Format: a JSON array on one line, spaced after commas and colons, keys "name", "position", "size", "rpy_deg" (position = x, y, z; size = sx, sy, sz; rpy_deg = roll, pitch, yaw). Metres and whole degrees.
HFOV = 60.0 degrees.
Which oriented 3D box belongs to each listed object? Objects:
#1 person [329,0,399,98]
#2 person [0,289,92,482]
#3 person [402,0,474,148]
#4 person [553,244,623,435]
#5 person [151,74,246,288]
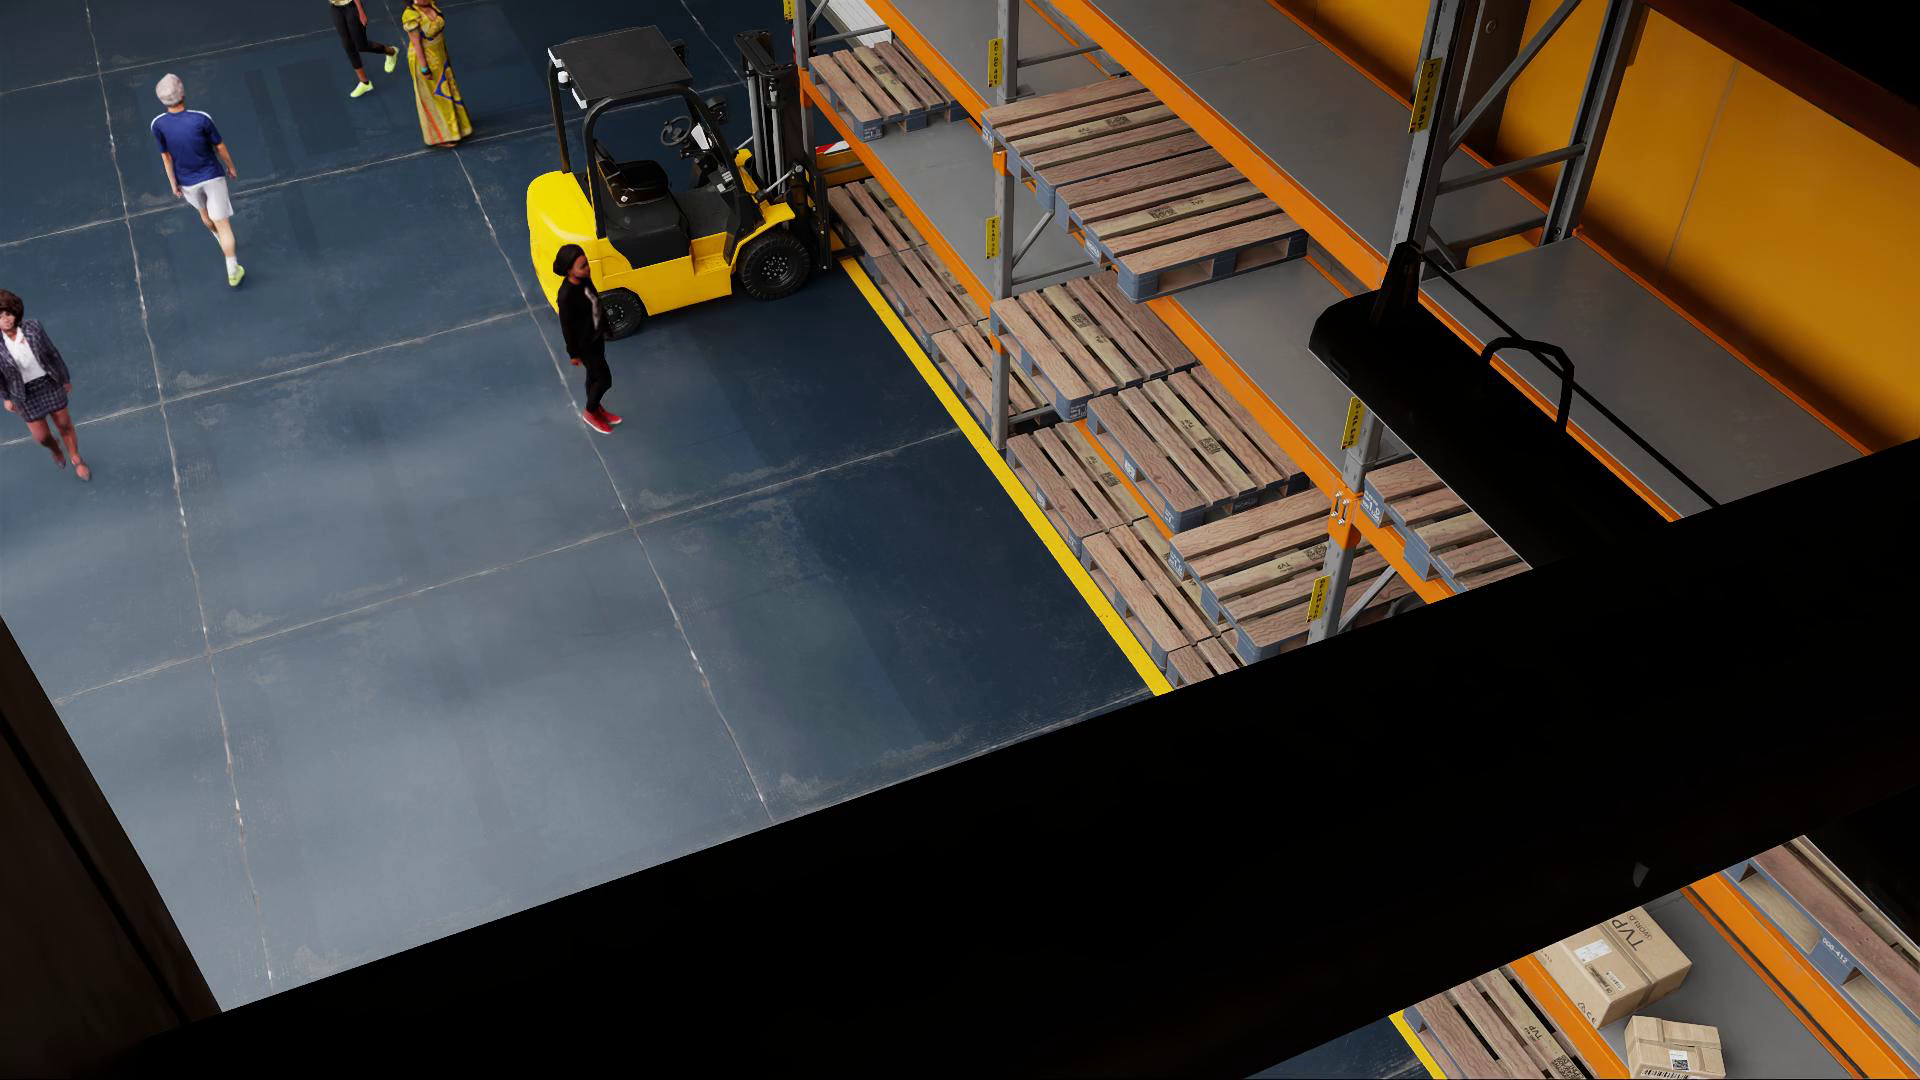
[{"name": "person", "position": [-5.998, -5.282, 16.484], "size": [0.919, 1.721, 0.906], "rpy_deg": [23, 48, 23]}, {"name": "person", "position": [-6.763, -1.129, 12.149], "size": [0.705, 1.687, 0.703], "rpy_deg": [-29, 51, -27]}, {"name": "person", "position": [-5.019, -4.552, 15.763], "size": [1.065, 1.657, 0.962], "rpy_deg": [6, 44, 7]}, {"name": "person", "position": [-2.891, -1.524, 12.582], "size": [0.756, 1.661, 0.668], "rpy_deg": [7, 44, 7]}, {"name": "person", "position": [-6.392, -2.989, 14.030], "size": [0.806, 1.786, 1.228], "rpy_deg": [-10, 45, -10]}]
